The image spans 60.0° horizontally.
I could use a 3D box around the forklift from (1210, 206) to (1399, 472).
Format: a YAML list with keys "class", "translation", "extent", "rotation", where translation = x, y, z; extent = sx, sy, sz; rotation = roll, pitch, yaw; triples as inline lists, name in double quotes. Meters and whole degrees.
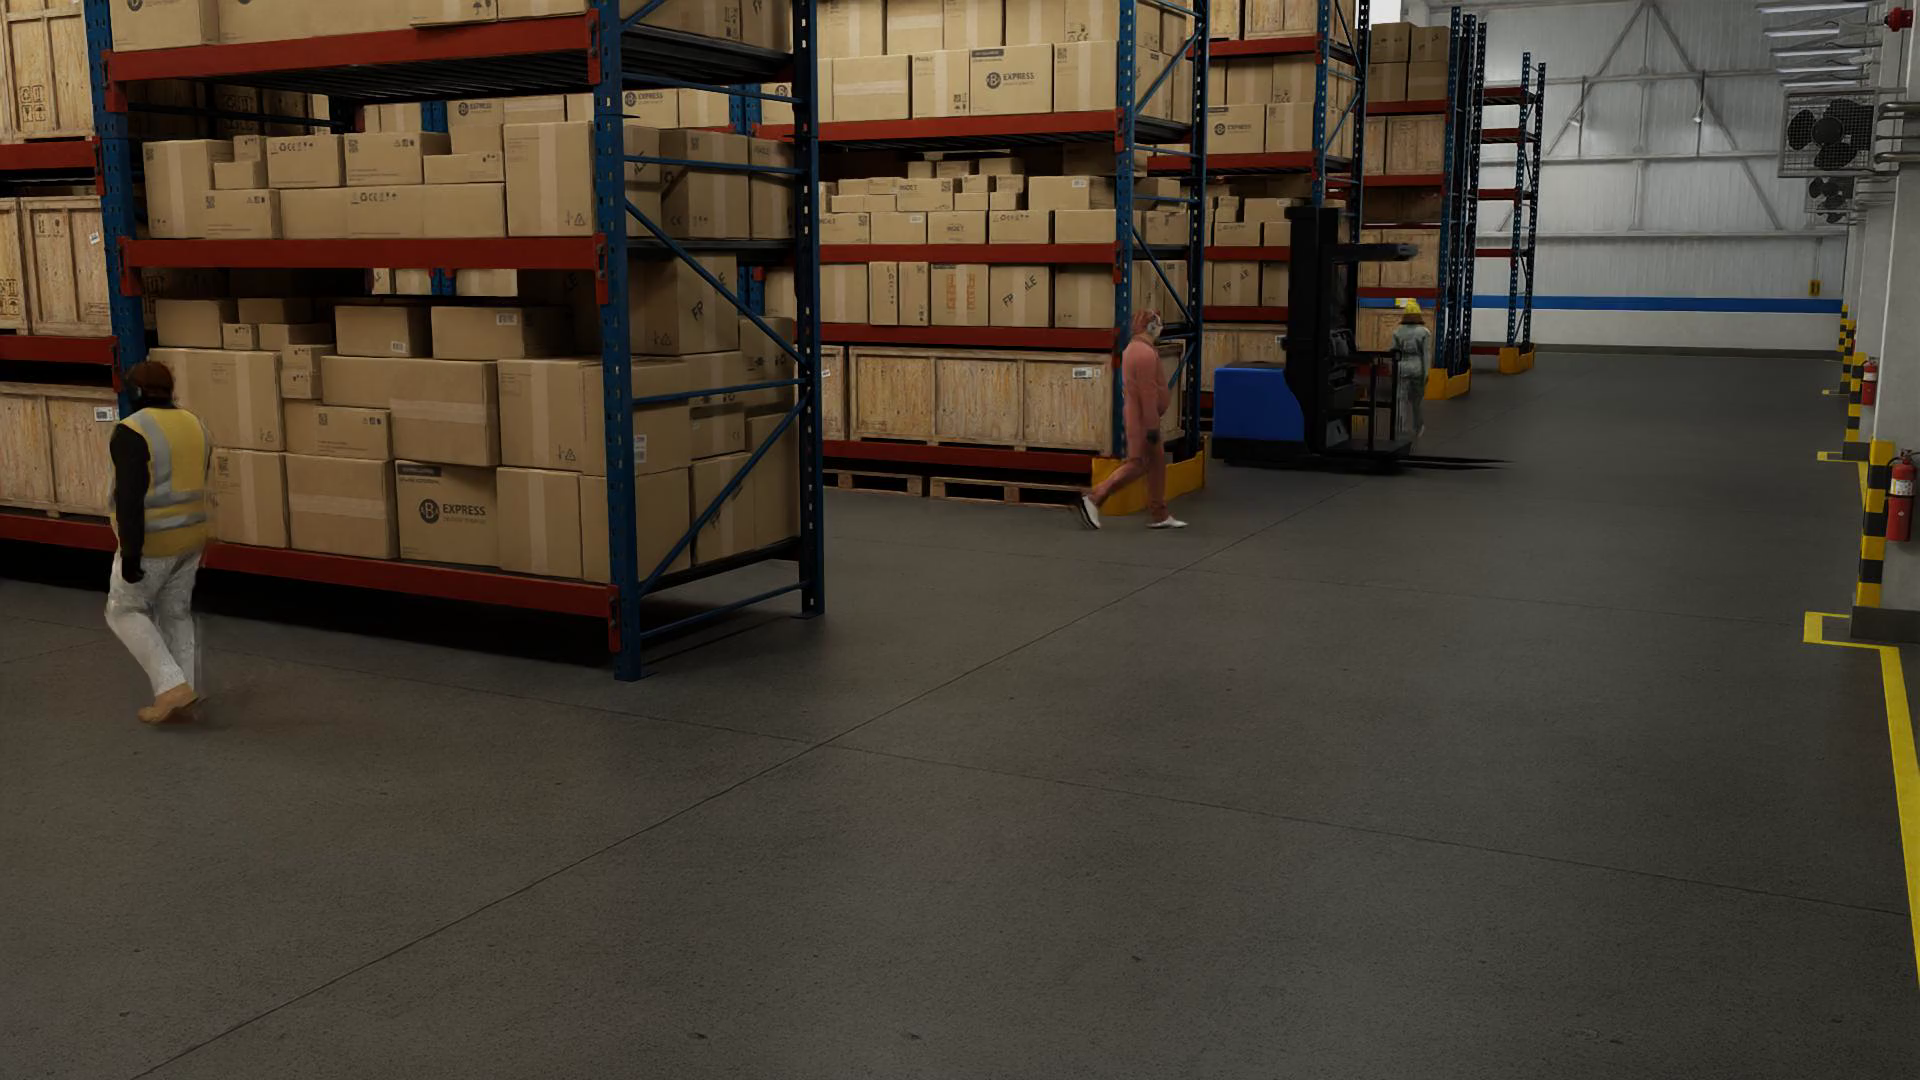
- class: "forklift"
  translation: [3.806, -2.230, 18.154]
  extent: [1.873, 2.768, 1.129]
  rotation: [5, 11, 27]

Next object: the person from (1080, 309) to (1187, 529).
- class: "person"
  translation: [1.476, -1.004, 14.002]
  extent: [0.855, 1.868, 0.672]
  rotation: [0, 10, 2]

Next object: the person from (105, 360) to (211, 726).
- class: "person"
  translation: [-3.942, 0.028, 8.188]
  extent: [0.443, 1.812, 0.669]
  rotation: [2, 10, 10]

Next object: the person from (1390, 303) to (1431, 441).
- class: "person"
  translation: [5.641, -2.108, 20.819]
  extent: [0.501, 1.696, 0.903]
  rotation: [4, 11, 23]
